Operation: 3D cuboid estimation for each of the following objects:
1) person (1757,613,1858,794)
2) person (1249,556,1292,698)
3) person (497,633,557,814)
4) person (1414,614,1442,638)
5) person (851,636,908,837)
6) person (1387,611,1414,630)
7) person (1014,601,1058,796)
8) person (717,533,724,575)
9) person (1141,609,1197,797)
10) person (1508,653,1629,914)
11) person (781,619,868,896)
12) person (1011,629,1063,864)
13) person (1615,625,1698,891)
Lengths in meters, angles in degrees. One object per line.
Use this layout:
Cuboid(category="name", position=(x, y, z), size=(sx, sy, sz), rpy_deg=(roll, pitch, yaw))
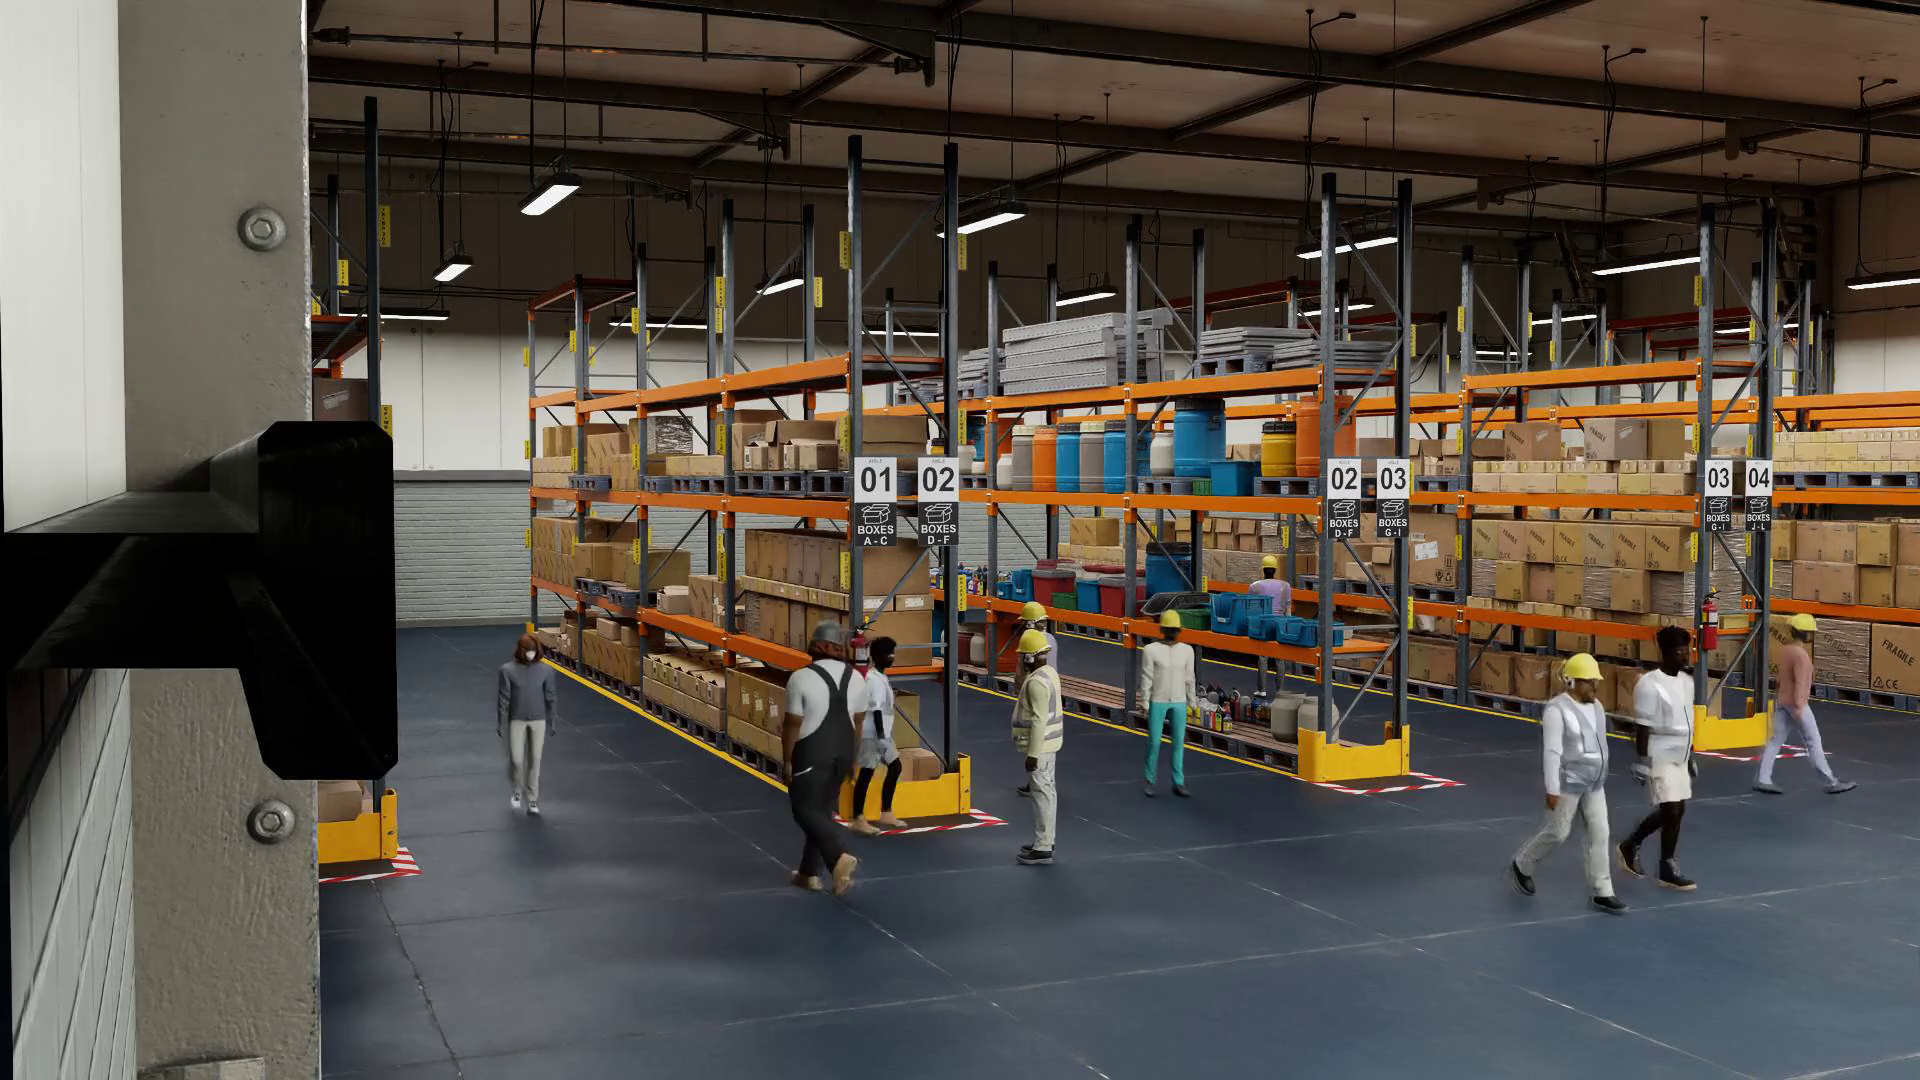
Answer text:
Cuboid(category="person", position=(7.993, 1.558, 16.971), size=(0.888, 1.721, 0.540), rpy_deg=(0, 2, 4))
Cuboid(category="person", position=(4.205, 1.176, 24.340), size=(0.585, 1.927, 0.366), rpy_deg=(0, 2, -3))
Cuboid(category="person", position=(-3.872, 1.640, 16.055), size=(0.529, 1.618, 0.343), rpy_deg=(-1, 2, -23))
Cuboid(category="person", position=(6.983, 1.025, 27.174), size=(0.620, 2.016, 0.869), rpy_deg=(-1, 2, -28))
Cuboid(category="person", position=(-0.646, 1.649, 15.153), size=(0.601, 1.669, 0.580), rpy_deg=(0, 2, 4))
Cuboid(category="person", position=(7.182, 0.994, 29.345), size=(0.543, 1.917, 0.692), rpy_deg=(-1, 2, -18))
Cuboid(category="person", position=(0.717, 1.501, 17.059), size=(0.403, 1.832, 0.594), rpy_deg=(1, 2, 24))
Cuboid(category="person", position=(-4.651, 0.789, 35.358), size=(0.339, 1.862, 0.532), rpy_deg=(-2, 3, -45))
Cuboid(category="person", position=(1.975, 1.537, 16.978), size=(0.534, 1.767, 0.318), rpy_deg=(0, 2, -13))
Cuboid(category="person", position=(4.308, 1.686, 12.695), size=(0.602, 1.806, 0.842), rpy_deg=(-1, 3, -34))
Cuboid(category="person", position=(-0.959, 1.573, 13.060), size=(0.685, 2.000, 0.834), rpy_deg=(-2, 3, -42))
Cuboid(category="person", position=(0.606, 1.616, 14.117), size=(0.404, 1.829, 0.591), rpy_deg=(0, 2, 12))
Cuboid(category="person", position=(5.195, 1.592, 13.224), size=(0.604, 1.951, 0.470), rpy_deg=(-2, 3, -36))
